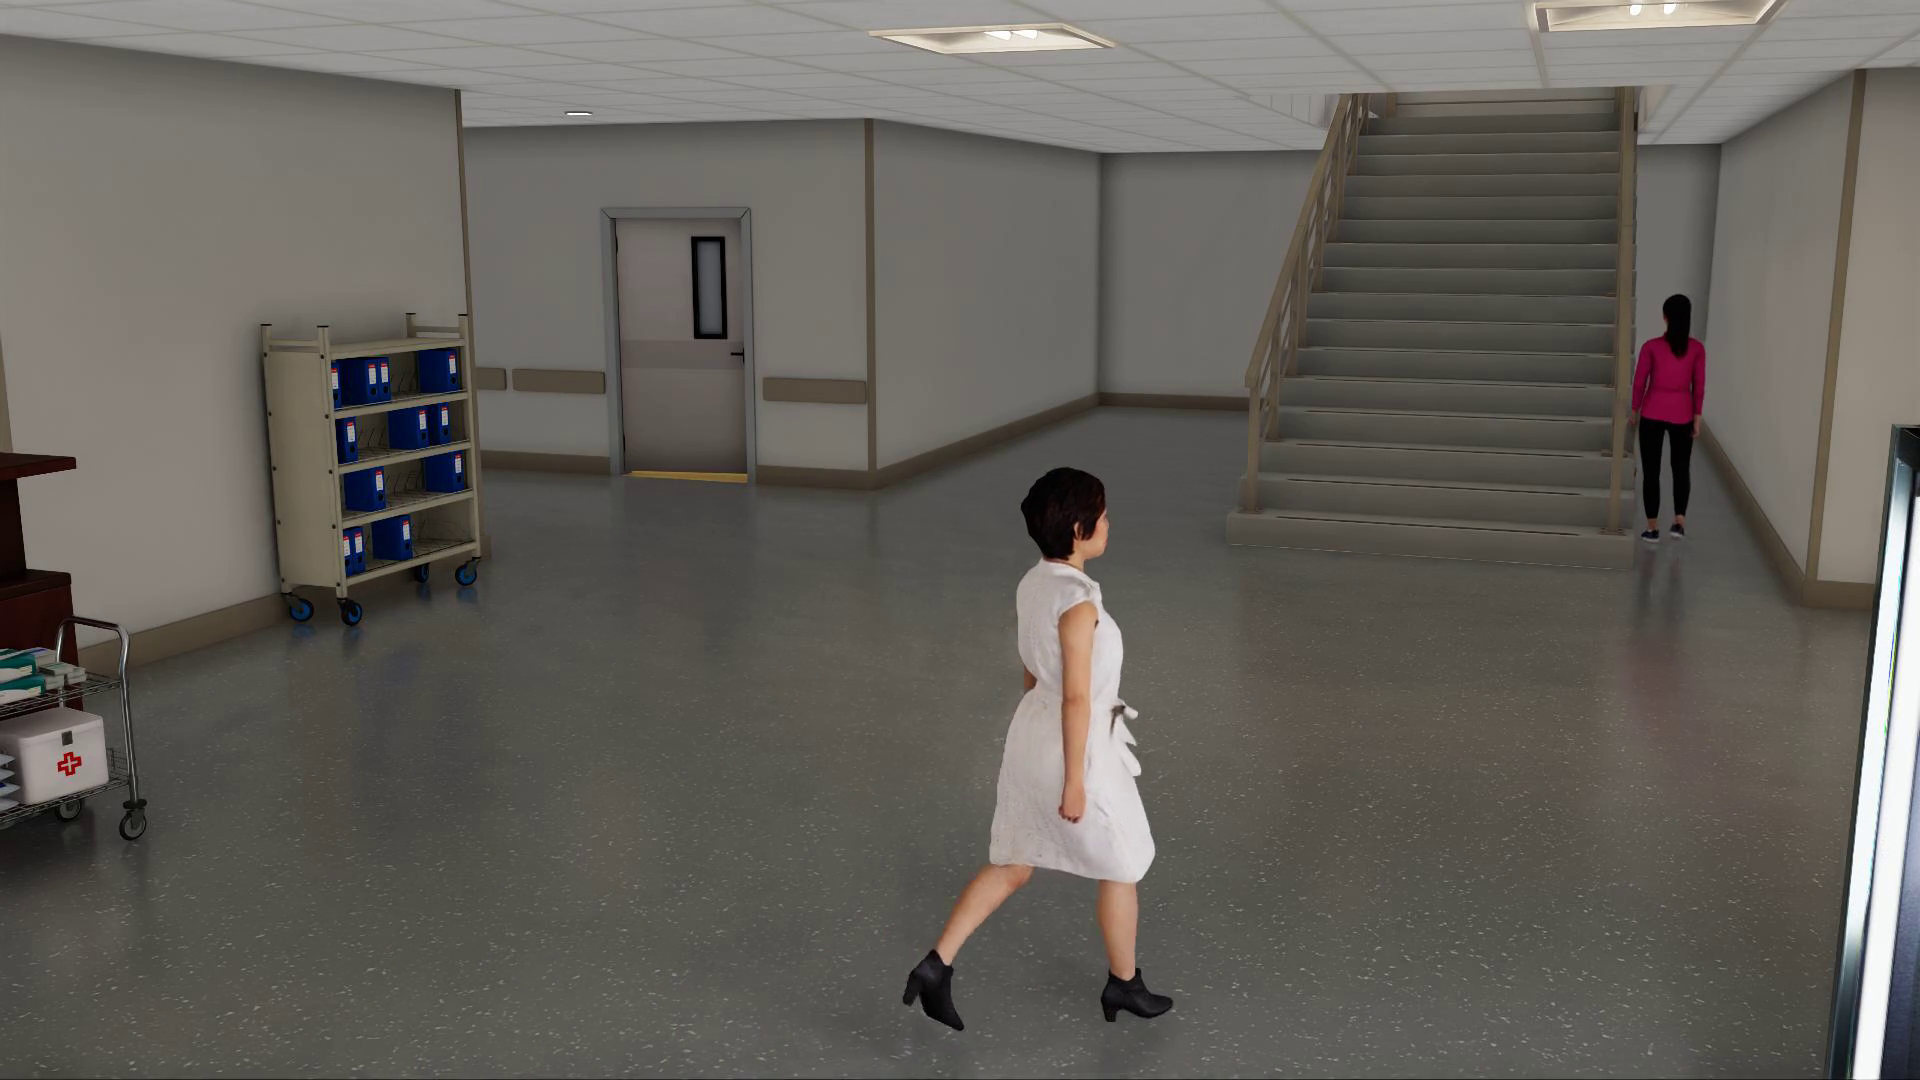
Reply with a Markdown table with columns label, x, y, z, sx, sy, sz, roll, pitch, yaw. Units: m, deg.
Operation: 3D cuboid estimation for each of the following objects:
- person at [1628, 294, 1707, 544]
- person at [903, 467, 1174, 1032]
| label | x | y | z | sx | sy | sz | roll | pitch | yaw |
| --- | --- | --- | --- | --- | --- | --- | --- | --- | --- |
| person | 4.792 | -0.804 | 11.268 | 0.628 | 1.694 | 0.646 | 2 | 11 | 12 |
| person | 0.196 | 0.596 | 4.341 | 1.007 | 1.526 | 0.971 | -4 | 12 | -22 |
